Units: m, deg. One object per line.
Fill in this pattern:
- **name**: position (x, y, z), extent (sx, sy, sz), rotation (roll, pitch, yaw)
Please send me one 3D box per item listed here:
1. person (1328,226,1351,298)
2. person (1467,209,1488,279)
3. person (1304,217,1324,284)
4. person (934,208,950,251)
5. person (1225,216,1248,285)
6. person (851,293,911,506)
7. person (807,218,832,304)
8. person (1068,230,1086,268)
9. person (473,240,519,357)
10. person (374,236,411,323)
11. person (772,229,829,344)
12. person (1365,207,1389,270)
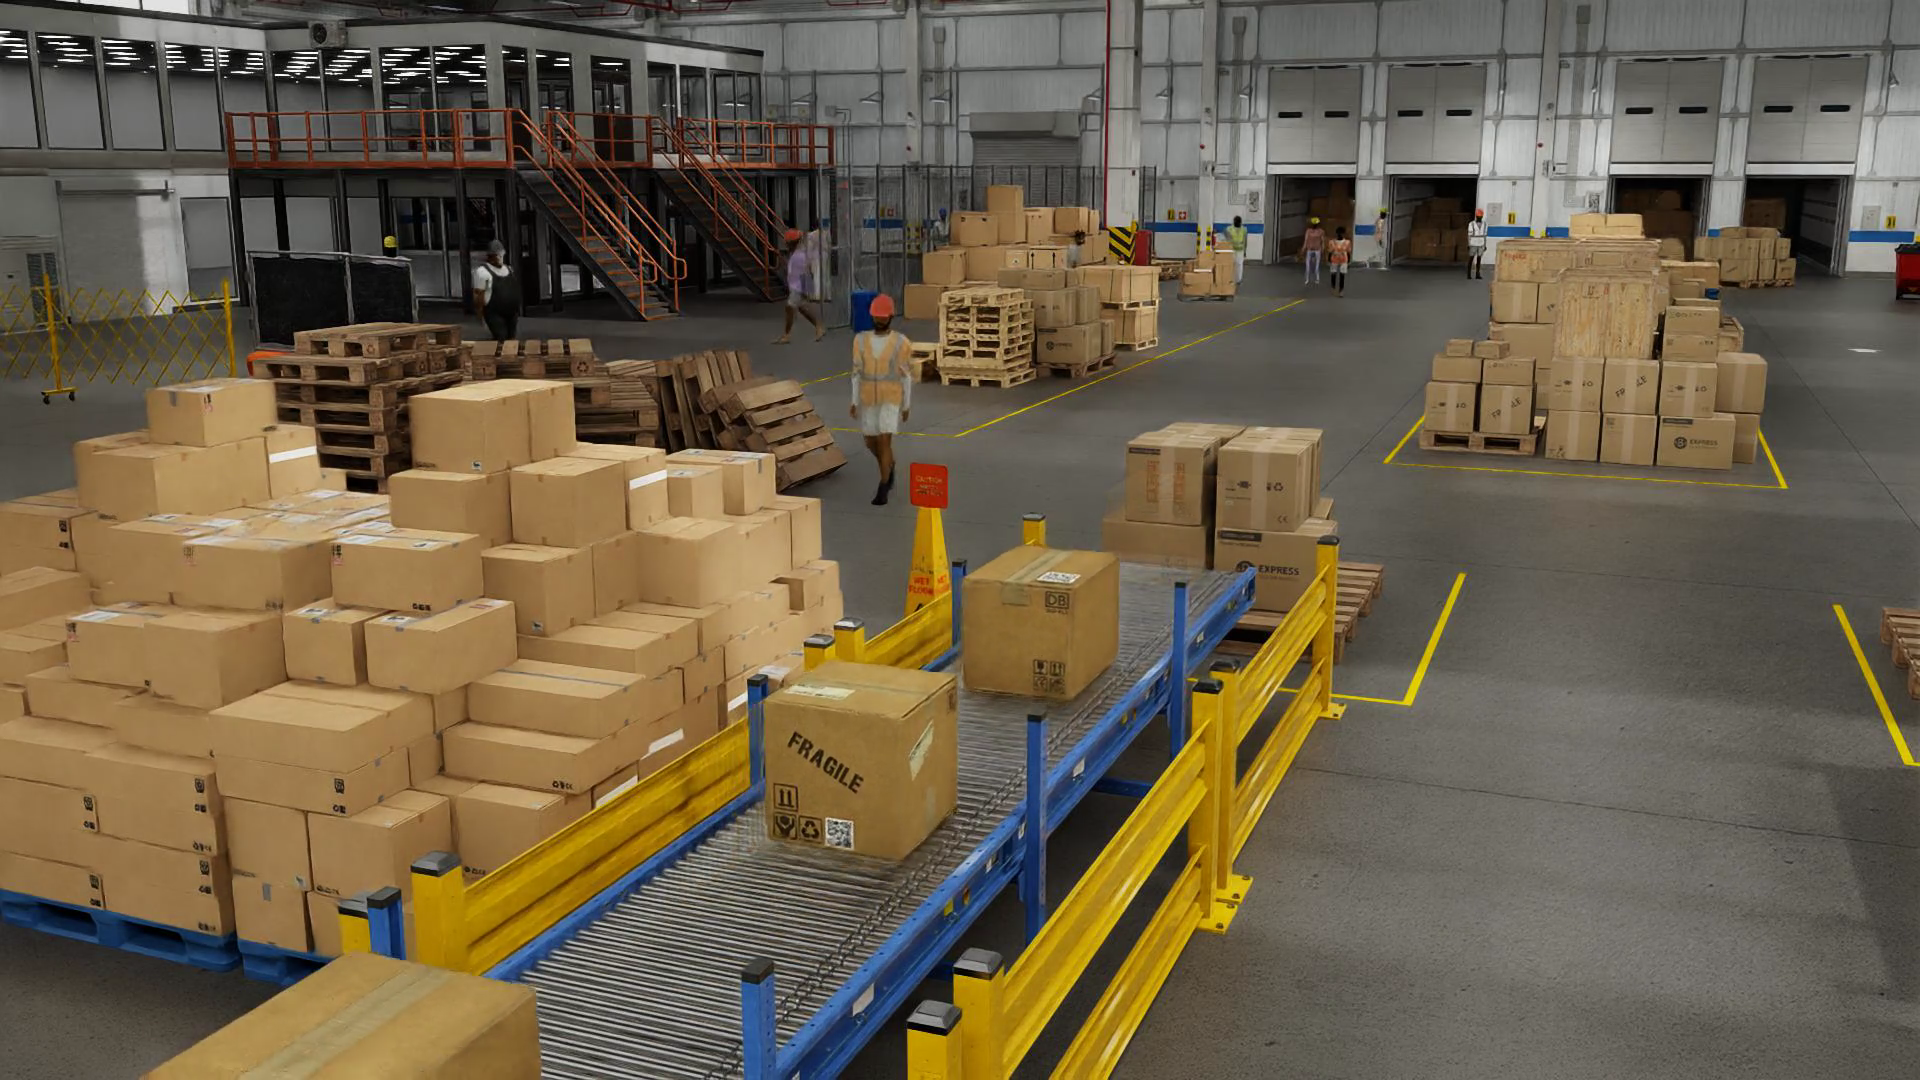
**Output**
- **person**: position (8.980, -6.571, 39.377), extent (0.546, 1.679, 0.536), rotation (3, 13, 15)
- **person**: position (14.333, -8.188, 46.054), extent (0.547, 1.934, 0.376), rotation (0, 13, -2)
- **person**: position (9.405, -7.695, 44.216), extent (0.525, 1.772, 0.305), rotation (3, 13, 14)
- **person**: position (-0.455, -8.256, 46.359), extent (0.613, 1.942, 0.404), rotation (0, 13, -2)
- **person**: position (7.317, -7.700, 44.174), extent (0.630, 1.806, 0.953), rotation (0, 13, -2)
- **person**: position (-0.698, -1.312, 15.254), extent (0.548, 1.915, 0.745), rotation (4, 13, 16)
- **person**: position (-3.206, -6.338, 37.796), extent (0.645, 1.927, 0.390), rotation (-10, 16, -38)
- **person**: position (2.297, -5.250, 33.118), extent (0.602, 1.822, 0.519), rotation (3, 13, 14)
- **person**: position (-6.754, -3.368, 24.194), extent (0.781, 2.000, 0.691), rotation (8, 15, 32)
- **person**: position (-9.392, -4.077, 27.628), extent (0.594, 1.925, 0.376), rotation (-8, 15, -32)
- **person**: position (-2.776, -4.416, 28.988), extent (0.983, 2.012, 0.620), rotation (-4, 13, -18)
- **person**: position (12.649, -9.122, 50.309), extent (0.601, 1.904, 0.608), rotation (5, 14, 23)
